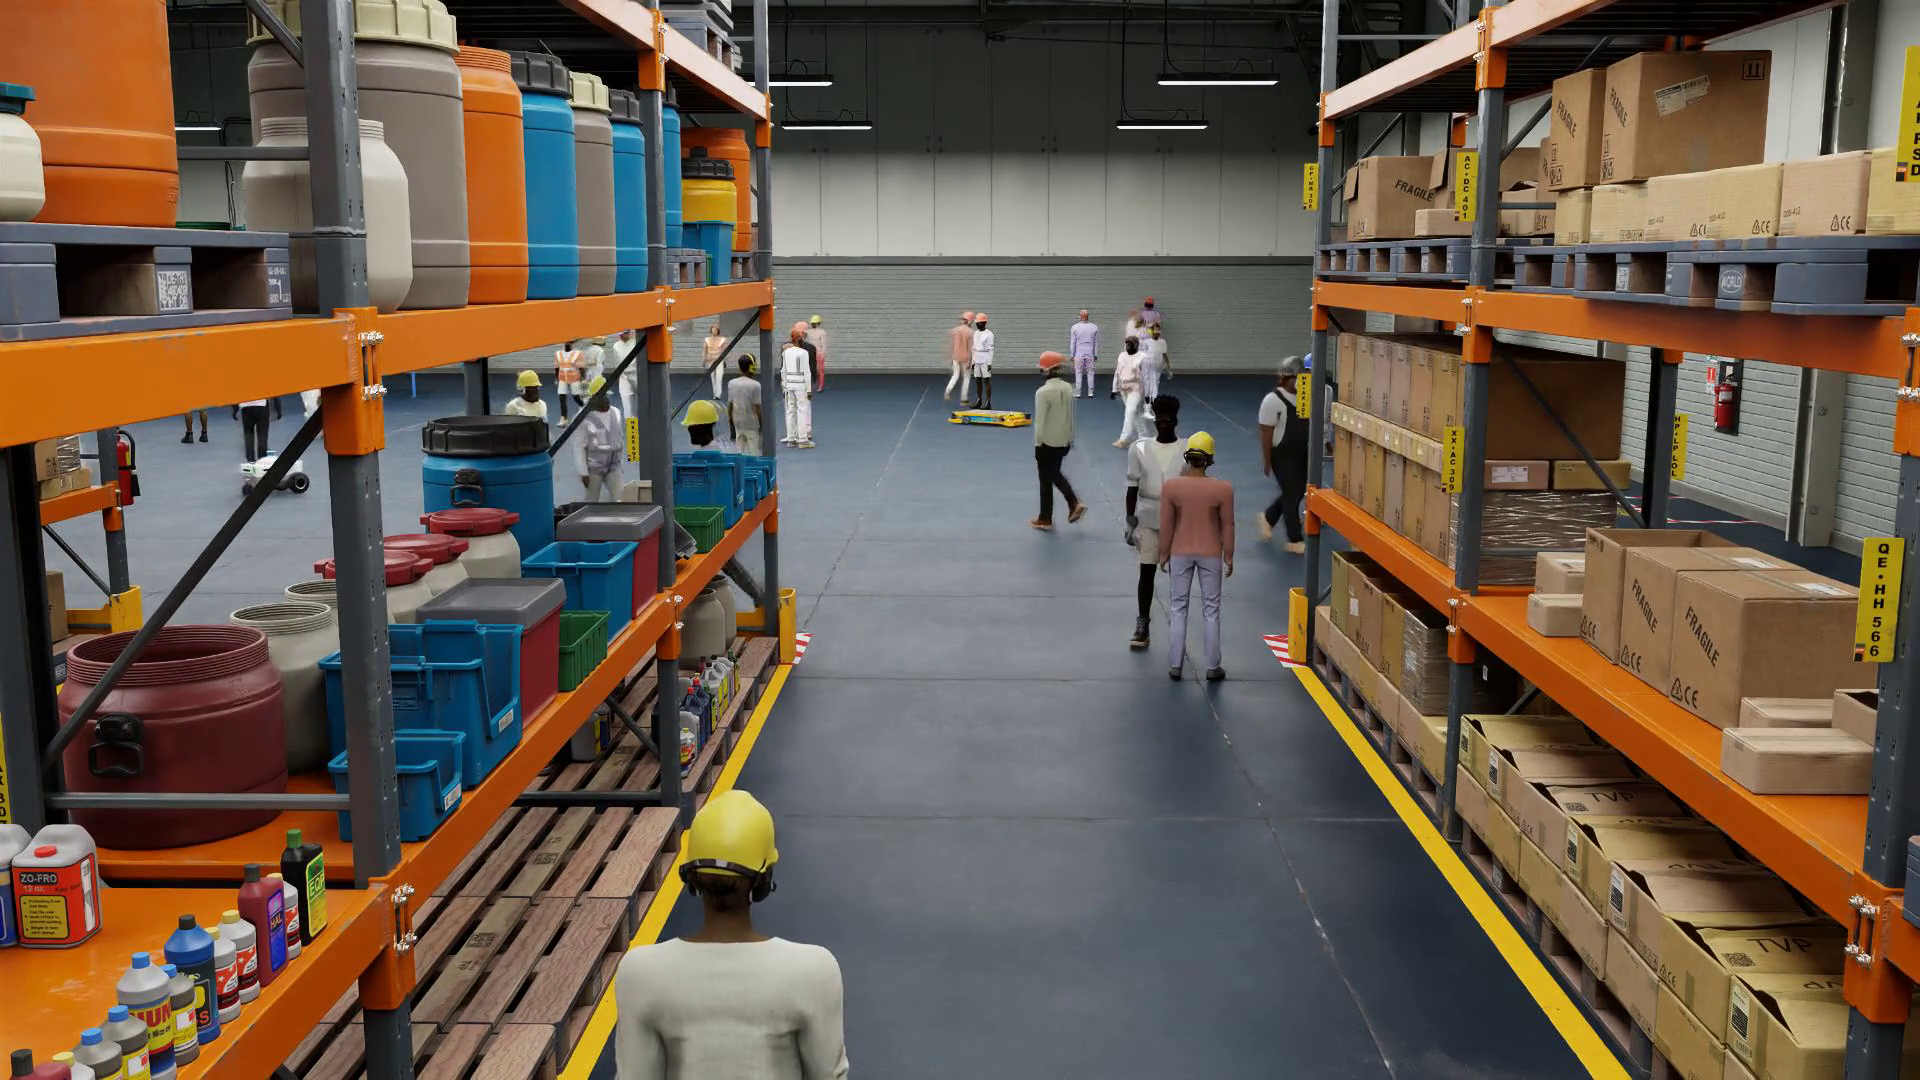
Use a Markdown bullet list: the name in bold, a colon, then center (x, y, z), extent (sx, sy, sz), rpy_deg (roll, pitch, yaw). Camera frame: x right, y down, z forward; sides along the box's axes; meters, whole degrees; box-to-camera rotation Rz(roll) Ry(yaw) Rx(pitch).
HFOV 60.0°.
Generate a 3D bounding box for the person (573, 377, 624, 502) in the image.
- **person**: center (-3.555, -0.734, 16.772), extent (0.882, 1.791, 0.616), rpy_deg (9, 13, 43)

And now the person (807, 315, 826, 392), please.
- **person**: center (-3.323, -4.219, 37.769), extent (0.554, 1.740, 0.680), rpy_deg (6, 11, 31)

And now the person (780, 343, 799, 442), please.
- **person**: center (-2.760, -2.397, 27.208), extent (0.312, 1.636, 0.520), rpy_deg (-5, 11, -27)

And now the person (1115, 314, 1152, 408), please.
- **person**: center (3.609, -3.634, 33.882), extent (0.995, 1.892, 0.645), rpy_deg (3, 10, 17)

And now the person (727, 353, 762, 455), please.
- **person**: center (-2.564, -1.319, 20.060), extent (0.531, 1.868, 0.311), rpy_deg (5, 11, 29)

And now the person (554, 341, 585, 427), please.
- **person**: center (-7.052, -2.906, 30.145), extent (0.536, 1.684, 0.610), rpy_deg (2, 10, 11)

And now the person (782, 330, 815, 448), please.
- **person**: center (-2.591, -2.422, 26.627), extent (0.574, 1.883, 0.356), rpy_deg (8, 12, 40)

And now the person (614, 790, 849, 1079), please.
- **person**: center (-0.517, 1.441, 3.832), extent (0.528, 1.767, 0.329), rpy_deg (0, 9, -1)

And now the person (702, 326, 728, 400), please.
- **person**: center (-5.272, -3.788, 35.670), extent (0.520, 1.597, 0.854), rpy_deg (1, 10, 6)

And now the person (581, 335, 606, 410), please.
- **person**: center (-6.626, -2.964, 30.406), extent (0.828, 1.701, 0.494), rpy_deg (-9, 13, -44)

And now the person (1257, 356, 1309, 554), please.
- **person**: center (3.369, -0.900, 17.166), extent (0.685, 2.000, 0.868), rpy_deg (-7, 12, -35)

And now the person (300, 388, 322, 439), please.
- **person**: center (-10.889, -2.578, 27.736), extent (0.622, 1.824, 0.564), rpy_deg (5, 11, 25)

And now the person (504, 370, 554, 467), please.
- **person**: center (-4.709, -0.967, 18.198), extent (0.911, 1.792, 0.603), rpy_deg (4, 10, 24)

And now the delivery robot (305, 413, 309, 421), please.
- **delivery robot**: center (-10.796, -2.082, 28.407), extent (0.707, 0.478, 0.477), rpy_deg (-6, 11, -32)

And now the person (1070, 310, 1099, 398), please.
- **person**: center (2.715, -4.079, 36.468), extent (0.641, 1.913, 0.407), rpy_deg (-2, 10, -13)

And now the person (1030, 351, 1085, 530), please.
- **person**: center (1.043, -1.099, 18.398), extent (0.542, 1.983, 0.635), rpy_deg (8, 12, 40)

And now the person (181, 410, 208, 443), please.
- **person**: center (-12.670, -2.576, 27.386), extent (0.358, 1.937, 0.549), rpy_deg (9, 13, 42)

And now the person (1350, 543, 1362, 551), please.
- **person**: center (3.339, -0.149, 13.212), extent (0.535, 1.813, 0.598), rpy_deg (7, 12, 35)

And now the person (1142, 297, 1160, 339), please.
- **person**: center (4.941, -5.329, 43.558), extent (0.614, 2.042, 0.373), rpy_deg (3, 10, 15)

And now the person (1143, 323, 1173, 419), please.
- **person**: center (3.709, -3.161, 31.250), extent (0.515, 1.822, 0.969), rpy_deg (-5, 11, -28)

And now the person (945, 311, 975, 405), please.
- **person**: center (0.018, -3.749, 34.343), extent (0.638, 1.961, 0.737), rpy_deg (6, 11, 31)

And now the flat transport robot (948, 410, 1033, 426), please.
- **flat transport robot**: center (0.558, -2.254, 30.565), extent (1.431, 0.197, 0.652), rpy_deg (6, 11, 33)

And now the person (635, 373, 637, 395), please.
- **person**: center (-5.202, -2.540, 28.101), extent (0.553, 1.614, 0.558), rpy_deg (-3, 10, -17)

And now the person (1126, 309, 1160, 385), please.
- **person**: center (4.185, -4.436, 38.745), extent (0.960, 1.855, 0.673), rpy_deg (-4, 10, -21)

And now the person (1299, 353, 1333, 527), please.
- **person**: center (3.908, -1.119, 18.624), extent (0.605, 1.949, 0.384), rpy_deg (-4, 10, -21)

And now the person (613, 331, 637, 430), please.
- **person**: center (-5.840, -2.936, 29.679), extent (0.656, 1.893, 0.973), rpy_deg (2, 10, 10)

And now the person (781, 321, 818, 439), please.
- **person**: center (-2.721, -2.721, 28.143), extent (0.637, 1.971, 0.825), rpy_deg (-2, 10, -12)

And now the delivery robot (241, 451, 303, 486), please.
- **delivery robot**: center (-8.818, -0.899, 21.320), extent (0.477, 0.478, 0.707), rpy_deg (7, 12, 38)

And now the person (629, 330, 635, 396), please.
- **person**: center (-7.250, -4.185, 37.126), extent (0.641, 1.905, 0.410), rpy_deg (-4, 10, -24)

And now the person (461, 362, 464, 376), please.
- **person**: center (-12.893, -5.225, 43.524), extent (0.566, 1.847, 0.389), rpy_deg (-4, 10, -21)

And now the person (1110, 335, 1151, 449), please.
- **person**: center (2.763, -2.374, 26.608), extent (0.965, 1.800, 0.616), rpy_deg (-7, 12, -38)

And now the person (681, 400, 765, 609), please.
- **person**: center (-1.913, -0.185, 13.242), extent (0.944, 1.889, 0.592), rpy_deg (-2, 10, -10)

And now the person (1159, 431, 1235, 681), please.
- **person**: center (1.679, 0.113, 11.789), extent (0.535, 1.767, 0.315), rpy_deg (2, 10, 15)

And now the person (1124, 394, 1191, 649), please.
- **person**: center (1.561, -0.143, 12.728), extent (0.612, 1.961, 0.368), rpy_deg (2, 10, 14)

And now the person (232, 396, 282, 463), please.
- **person**: center (-9.773, -1.856, 23.148), extent (0.632, 1.904, 0.592), rpy_deg (-2, 10, -11)

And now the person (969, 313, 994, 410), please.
- **person**: center (0.430, -3.601, 33.524), extent (0.356, 1.937, 0.552), rpy_deg (-9, 13, -43)
